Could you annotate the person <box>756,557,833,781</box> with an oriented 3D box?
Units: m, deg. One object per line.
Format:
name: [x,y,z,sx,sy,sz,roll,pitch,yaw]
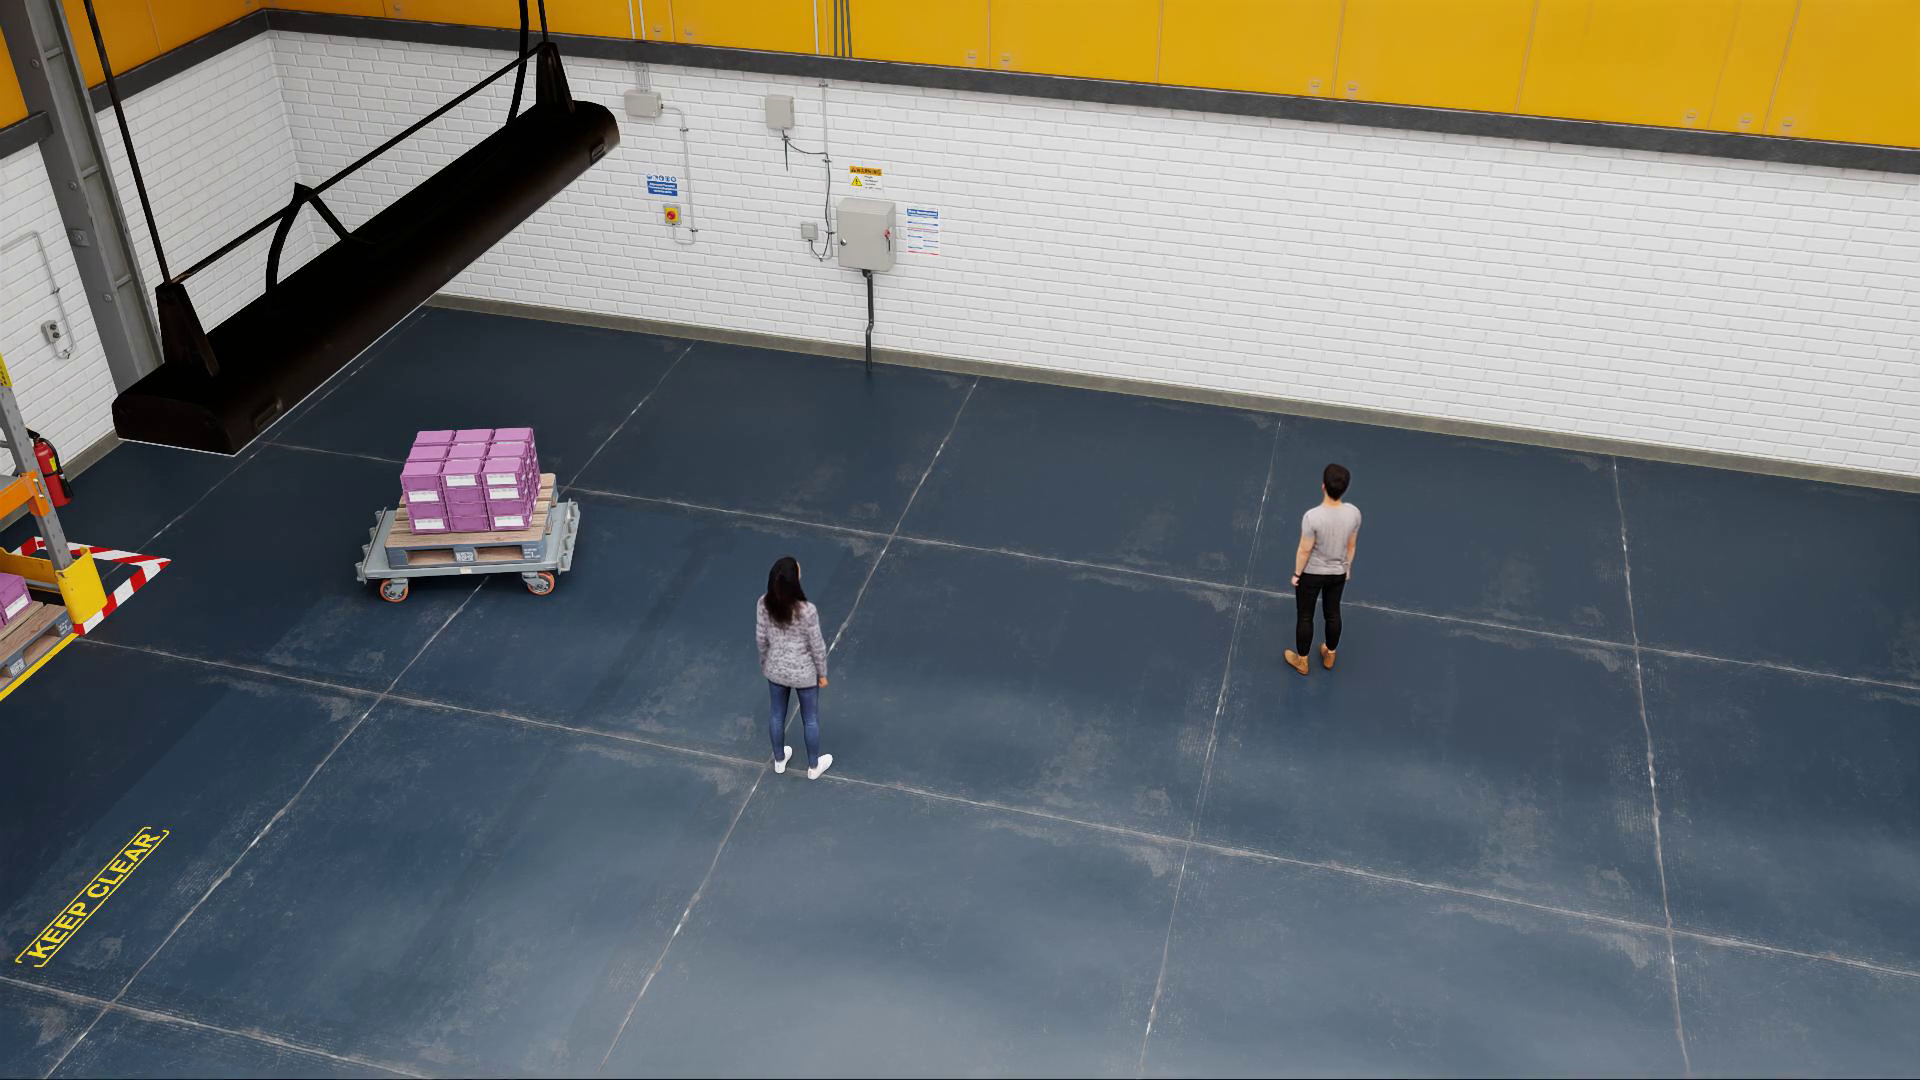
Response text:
person: [-1.126,0.852,11.109,0.623,1.732,0.515,10,35,14]

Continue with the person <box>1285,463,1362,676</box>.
person: [2.635,0.209,12.085,0.684,1.721,0.675,-7,34,-10]
